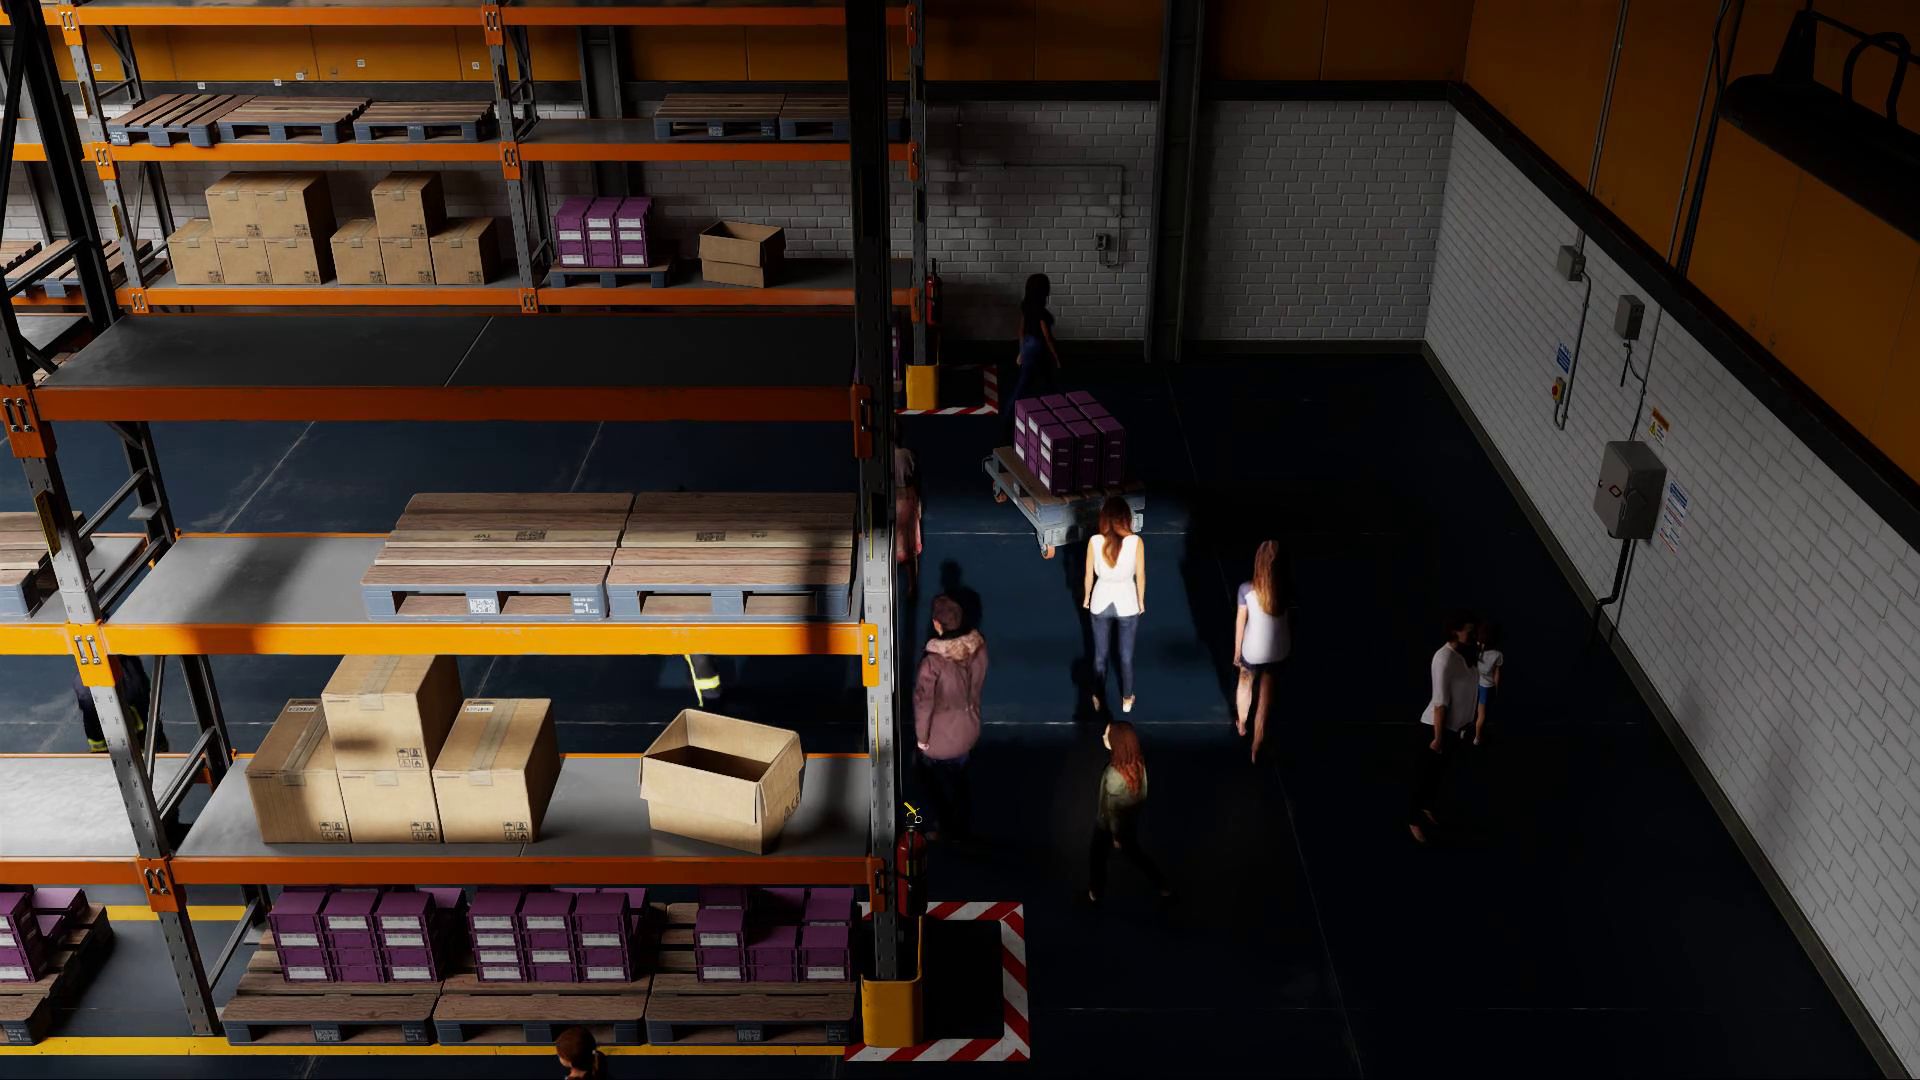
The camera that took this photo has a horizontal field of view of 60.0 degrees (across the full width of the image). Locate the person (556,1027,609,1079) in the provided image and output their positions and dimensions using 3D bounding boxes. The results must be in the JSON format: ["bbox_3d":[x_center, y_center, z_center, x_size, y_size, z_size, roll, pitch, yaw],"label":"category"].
[{"bbox_3d":[-1.835,2.933,8.271,0.577,1.305,0.580,6,29,10],"label":"person"}]

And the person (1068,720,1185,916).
[{"bbox_3d":[1.055,1.746,10.290,1.047,1.456,0.856,14,32,24],"label":"person"}]

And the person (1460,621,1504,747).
[{"bbox_3d":[3.788,1.025,12.068,0.541,1.019,0.485,-23,36,-36],"label":"person"}]

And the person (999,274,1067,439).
[{"bbox_3d":[0.646,-1.763,16.485,1.217,1.685,0.799,-9,30,-15],"label":"person"}]

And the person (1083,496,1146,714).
[{"bbox_3d":[1.128,0.499,12.233,0.521,1.783,0.700,4,29,7],"label":"person"}]

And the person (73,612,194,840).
[{"bbox_3d":[-5.505,1.238,10.850,0.877,1.810,0.733,1,29,1],"label":"person"}]

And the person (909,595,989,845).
[{"bbox_3d":[-0.009,1.246,10.817,0.942,1.828,0.877,23,36,36],"label":"person"}]

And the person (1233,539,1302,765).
[{"bbox_3d":[2.144,0.835,11.700,0.758,1.705,0.726,5,29,9],"label":"person"}]

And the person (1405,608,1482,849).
[{"bbox_3d":[3.156,1.212,10.915,0.711,1.794,0.677,21,35,33],"label":"person"}]
